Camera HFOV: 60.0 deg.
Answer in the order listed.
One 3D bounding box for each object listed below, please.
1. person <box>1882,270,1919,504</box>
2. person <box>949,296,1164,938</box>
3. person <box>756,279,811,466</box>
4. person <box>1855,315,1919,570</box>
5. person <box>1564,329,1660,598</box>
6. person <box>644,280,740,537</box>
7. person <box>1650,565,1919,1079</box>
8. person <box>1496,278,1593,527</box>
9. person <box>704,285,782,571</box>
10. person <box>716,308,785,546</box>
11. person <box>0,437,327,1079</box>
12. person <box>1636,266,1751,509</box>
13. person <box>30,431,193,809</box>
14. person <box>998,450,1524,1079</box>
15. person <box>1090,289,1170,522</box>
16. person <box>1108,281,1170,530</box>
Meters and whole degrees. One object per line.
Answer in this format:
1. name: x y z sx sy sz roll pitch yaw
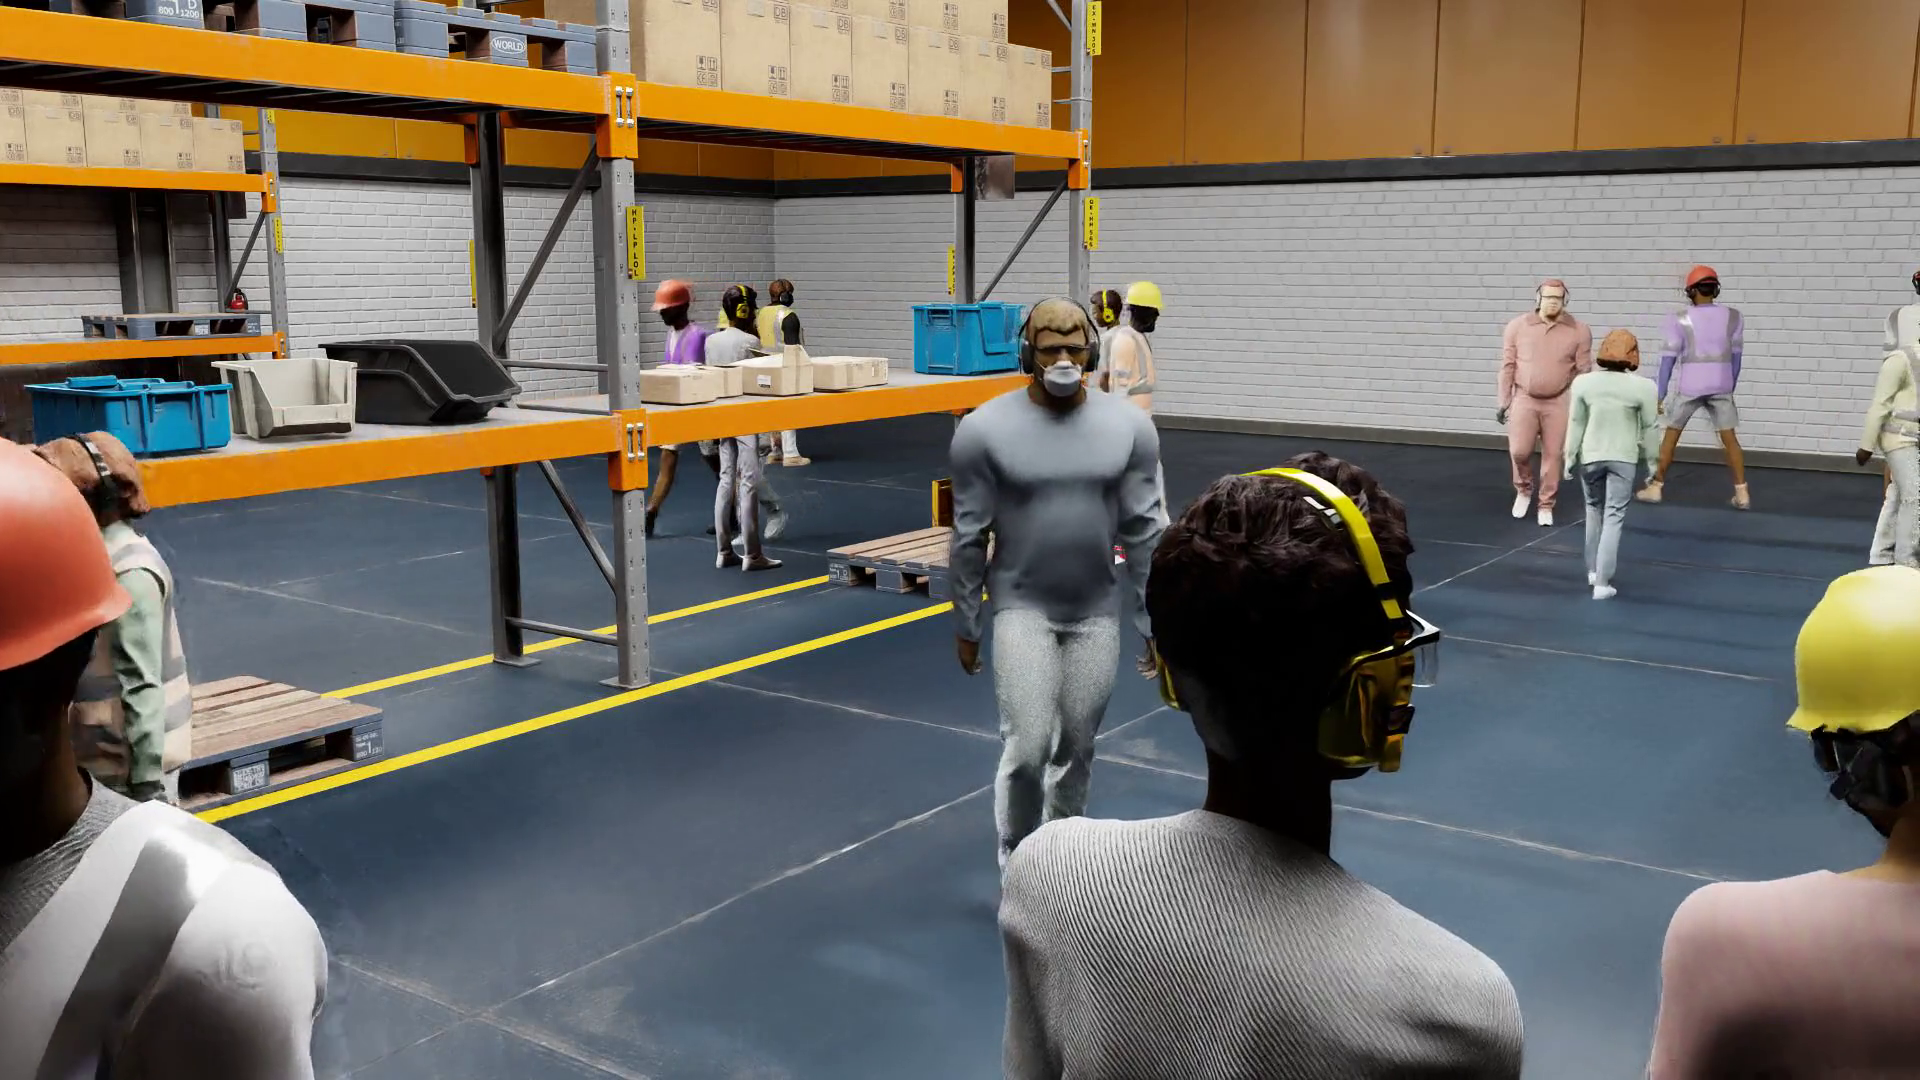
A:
1. person: 7.282 -1.093 12.575 0.391 2.033 0.605 -5 11 -26
2. person: 0.308 0.253 4.915 0.630 1.922 0.594 -2 10 -13
3. person: -1.750 -1.654 16.483 0.429 1.844 0.627 -8 12 -40
4. person: 5.965 -0.600 10.371 0.597 1.797 0.502 -5 11 -30
5. person: 3.987 -0.471 10.124 0.518 1.608 0.684 7 12 36
6. person: -2.030 -0.935 12.084 1.009 1.870 0.558 -7 12 -37
7. person: 1.007 0.880 1.768 0.546 1.709 0.863 4 10 21
8. person: 4.453 -1.043 12.683 0.682 1.892 0.441 3 10 18
9. person: -1.442 -0.730 10.914 0.518 1.865 0.329 7 12 36
10. person: -1.504 -0.798 11.735 0.539 1.720 0.438 7 12 35
11. person: -0.772 0.817 1.597 0.549 1.907 0.861 4 10 24
12. person: 6.106 -1.261 13.765 0.811 1.986 0.585 1 10 9
13. person: -2.011 0.535 4.088 0.611 1.622 0.534 -8 12 -39
14. person: 0.252 0.858 1.434 0.519 1.874 0.331 9 13 44
15. person: 1.247 -0.962 12.432 0.600 1.814 0.955 -7 12 -35
16. person: 1.177 -0.894 11.832 0.948 1.890 0.589 2 10 14
